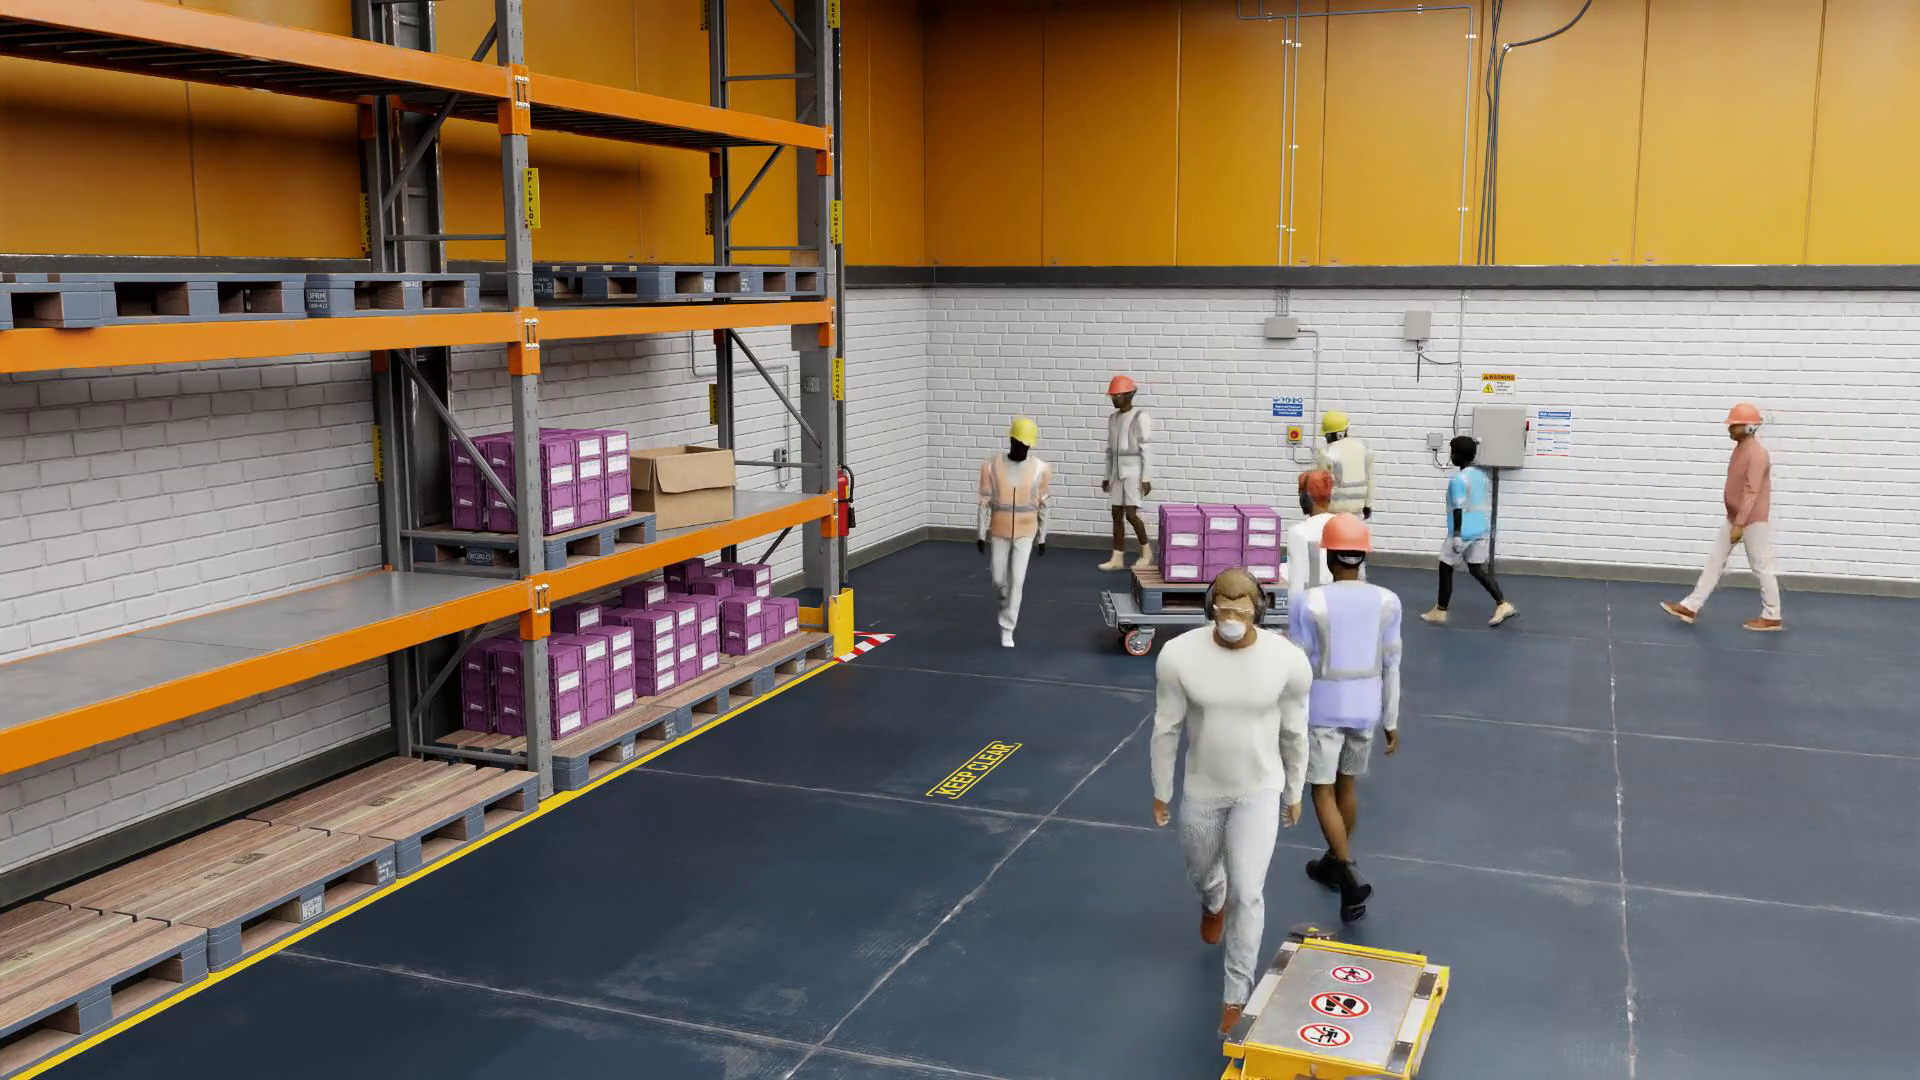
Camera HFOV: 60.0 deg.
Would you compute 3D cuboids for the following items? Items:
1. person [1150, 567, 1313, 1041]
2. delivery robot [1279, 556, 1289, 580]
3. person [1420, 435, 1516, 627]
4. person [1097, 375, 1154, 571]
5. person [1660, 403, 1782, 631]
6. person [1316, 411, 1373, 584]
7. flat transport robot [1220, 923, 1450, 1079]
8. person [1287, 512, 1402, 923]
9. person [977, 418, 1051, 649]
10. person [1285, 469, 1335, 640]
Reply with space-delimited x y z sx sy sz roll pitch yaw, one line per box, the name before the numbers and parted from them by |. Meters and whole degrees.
person | 1.136 1.001 6.926 0.642 1.904 0.891 3 9 15
delivery robot | 2.931 0.377 14.705 0.707 0.478 0.477 -1 9 -8
person | 4.422 -0.070 14.325 0.766 1.664 0.541 9 13 44
person | 1.683 -0.673 16.978 0.486 2.030 0.665 -6 11 -34
person | 6.586 -0.190 14.207 1.022 1.938 0.647 1 9 6
person | 3.600 -0.324 15.603 0.659 1.774 0.411 -3 10 -20
flat transport robot | 1.489 1.872 6.502 0.652 0.197 1.431 4 10 23
person | 1.839 0.832 7.911 0.558 1.917 0.842 -1 9 -9
person | 0.441 -0.088 13.749 0.618 1.879 0.725 0 9 1
person | 2.183 0.492 10.160 0.570 1.868 0.410 -5 10 -26
